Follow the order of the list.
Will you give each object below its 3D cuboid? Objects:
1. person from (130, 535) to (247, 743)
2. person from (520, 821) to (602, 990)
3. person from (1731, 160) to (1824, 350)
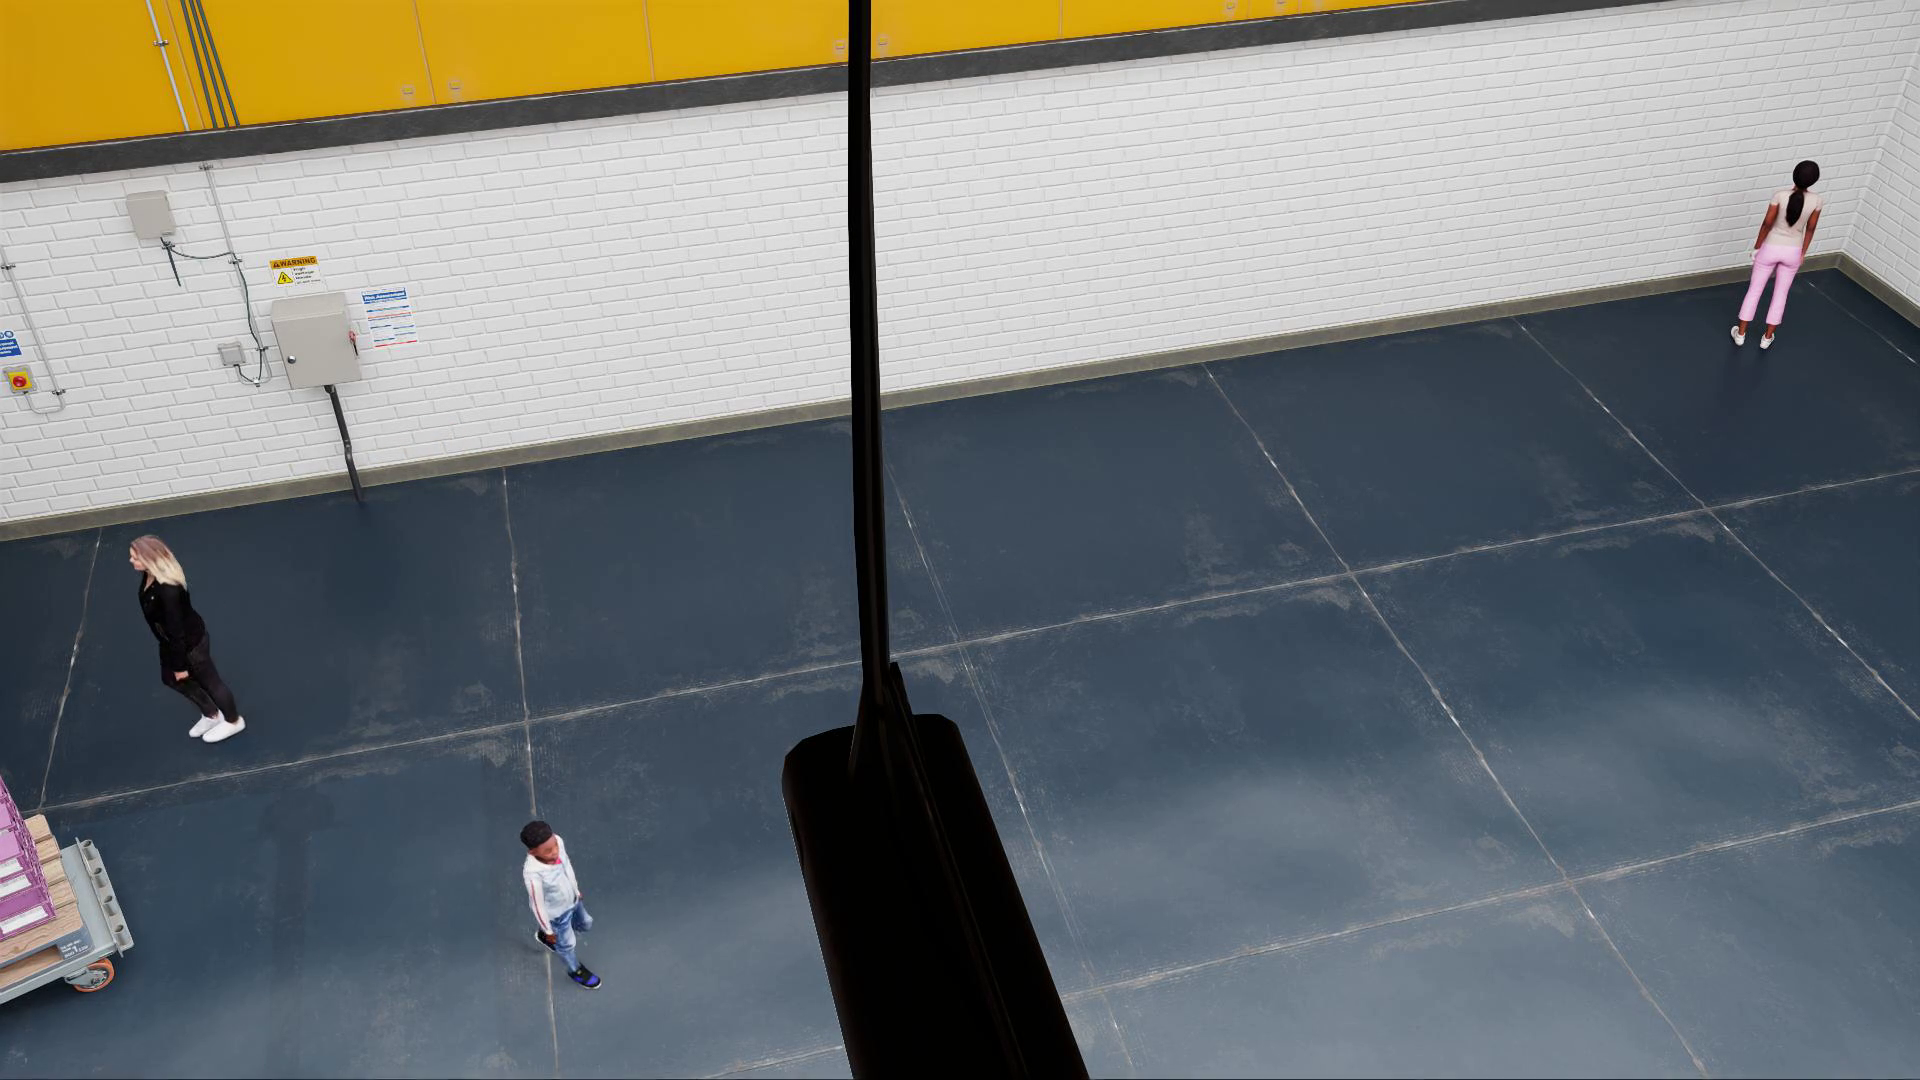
[{"bbox_3d":[-4.760,0.604,10.437,0.777,1.677,0.641,-23,44,-26],"label":"person"},{"bbox_3d":[-2.239,1.956,9.086,0.743,1.251,0.707,13,41,16],"label":"person"},{"bbox_3d":[7.002,-2.445,14.205,0.659,1.740,0.681,12,40,14],"label":"person"}]
